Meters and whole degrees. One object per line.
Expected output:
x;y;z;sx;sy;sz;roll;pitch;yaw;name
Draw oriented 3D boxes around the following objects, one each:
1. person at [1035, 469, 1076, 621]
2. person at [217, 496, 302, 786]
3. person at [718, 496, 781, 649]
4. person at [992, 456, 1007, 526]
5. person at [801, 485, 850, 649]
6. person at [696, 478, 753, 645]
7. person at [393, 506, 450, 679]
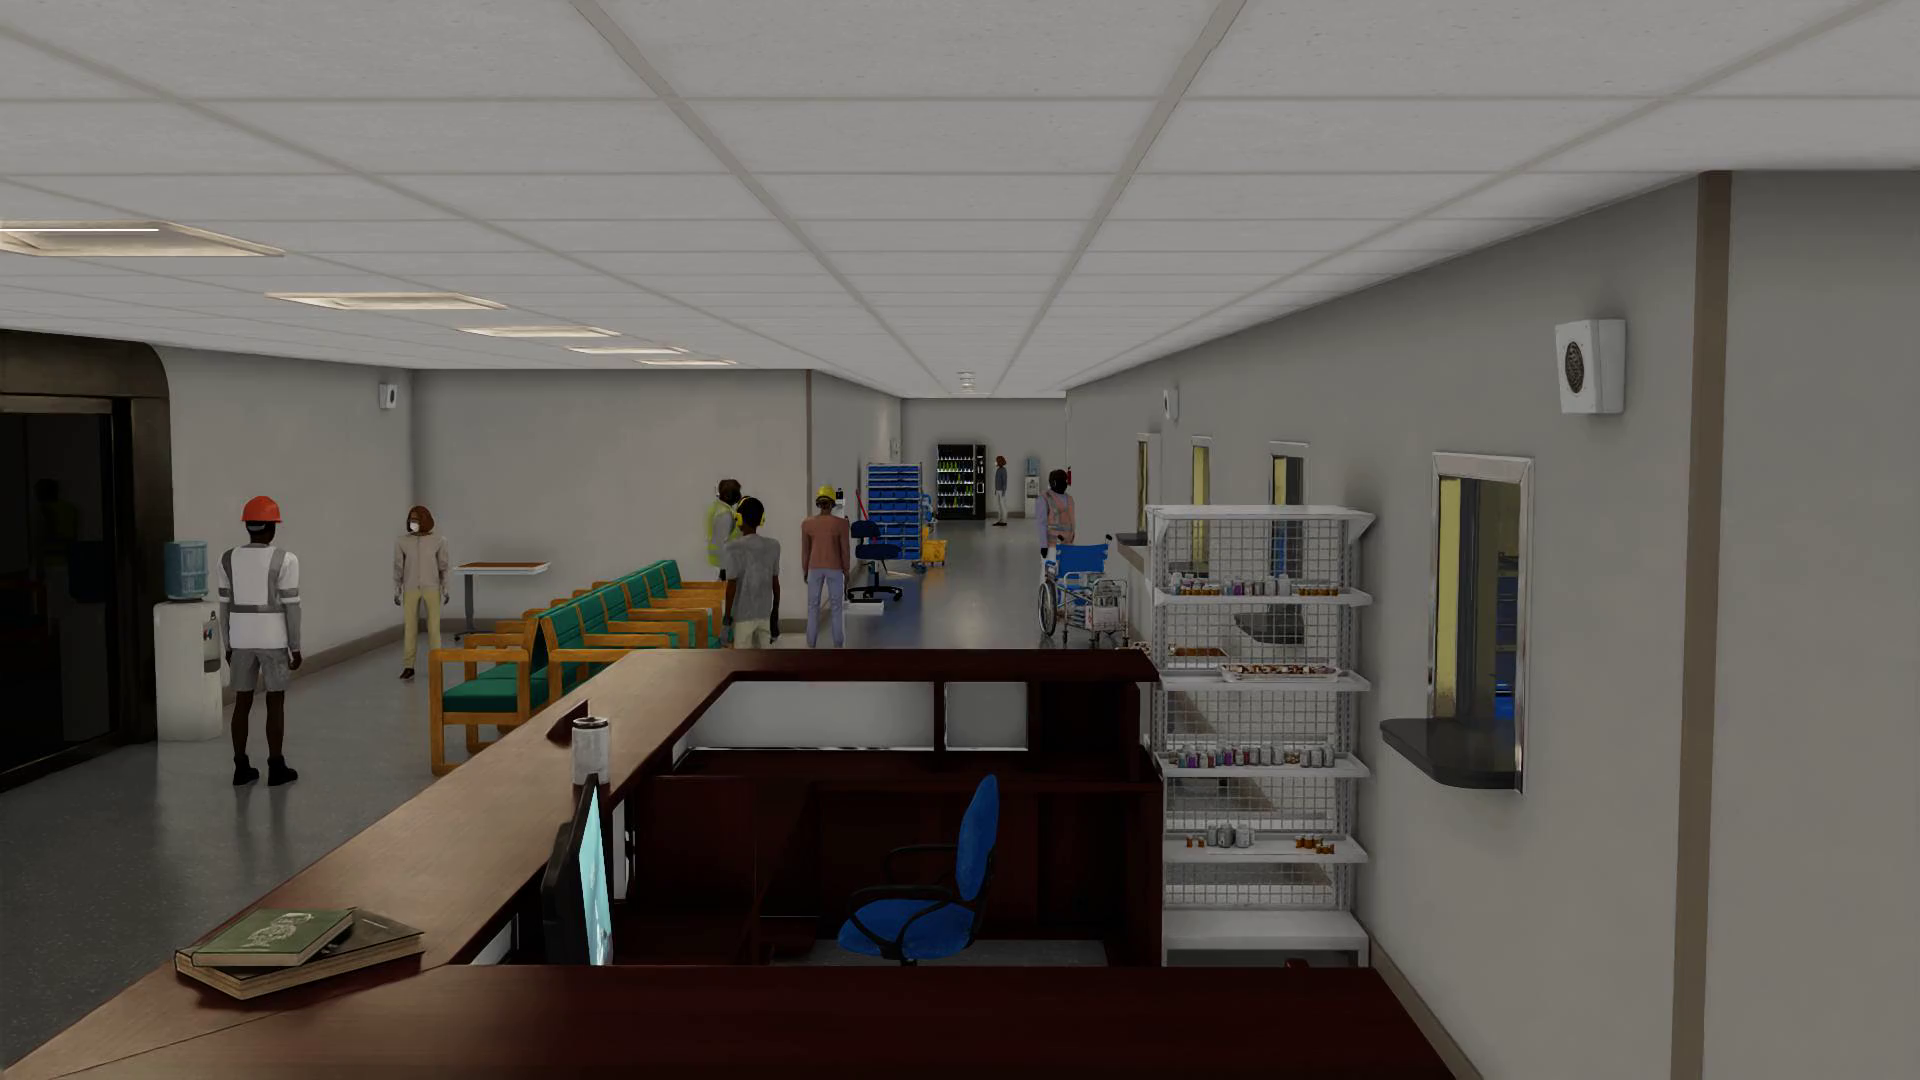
1.192;0.060;20.216;0.429;1.845;0.621;4;5;42;person
-4.650;0.670;11.096;0.546;1.929;0.392;0;4;3;person
-1.565;0.605;12.377;0.524;1.871;0.325;-4;5;-42;person
0.930;-1.125;38.289;0.279;1.633;0.505;-2;4;-22;person
-1.388;0.315;17.258;0.522;1.758;0.349;1;4;9;person
-2.583;0.241;17.858;0.763;1.816;0.632;-1;4;-15;person
-5.053;0.491;15.610;0.509;1.632;0.271;-1;4;-10;person
